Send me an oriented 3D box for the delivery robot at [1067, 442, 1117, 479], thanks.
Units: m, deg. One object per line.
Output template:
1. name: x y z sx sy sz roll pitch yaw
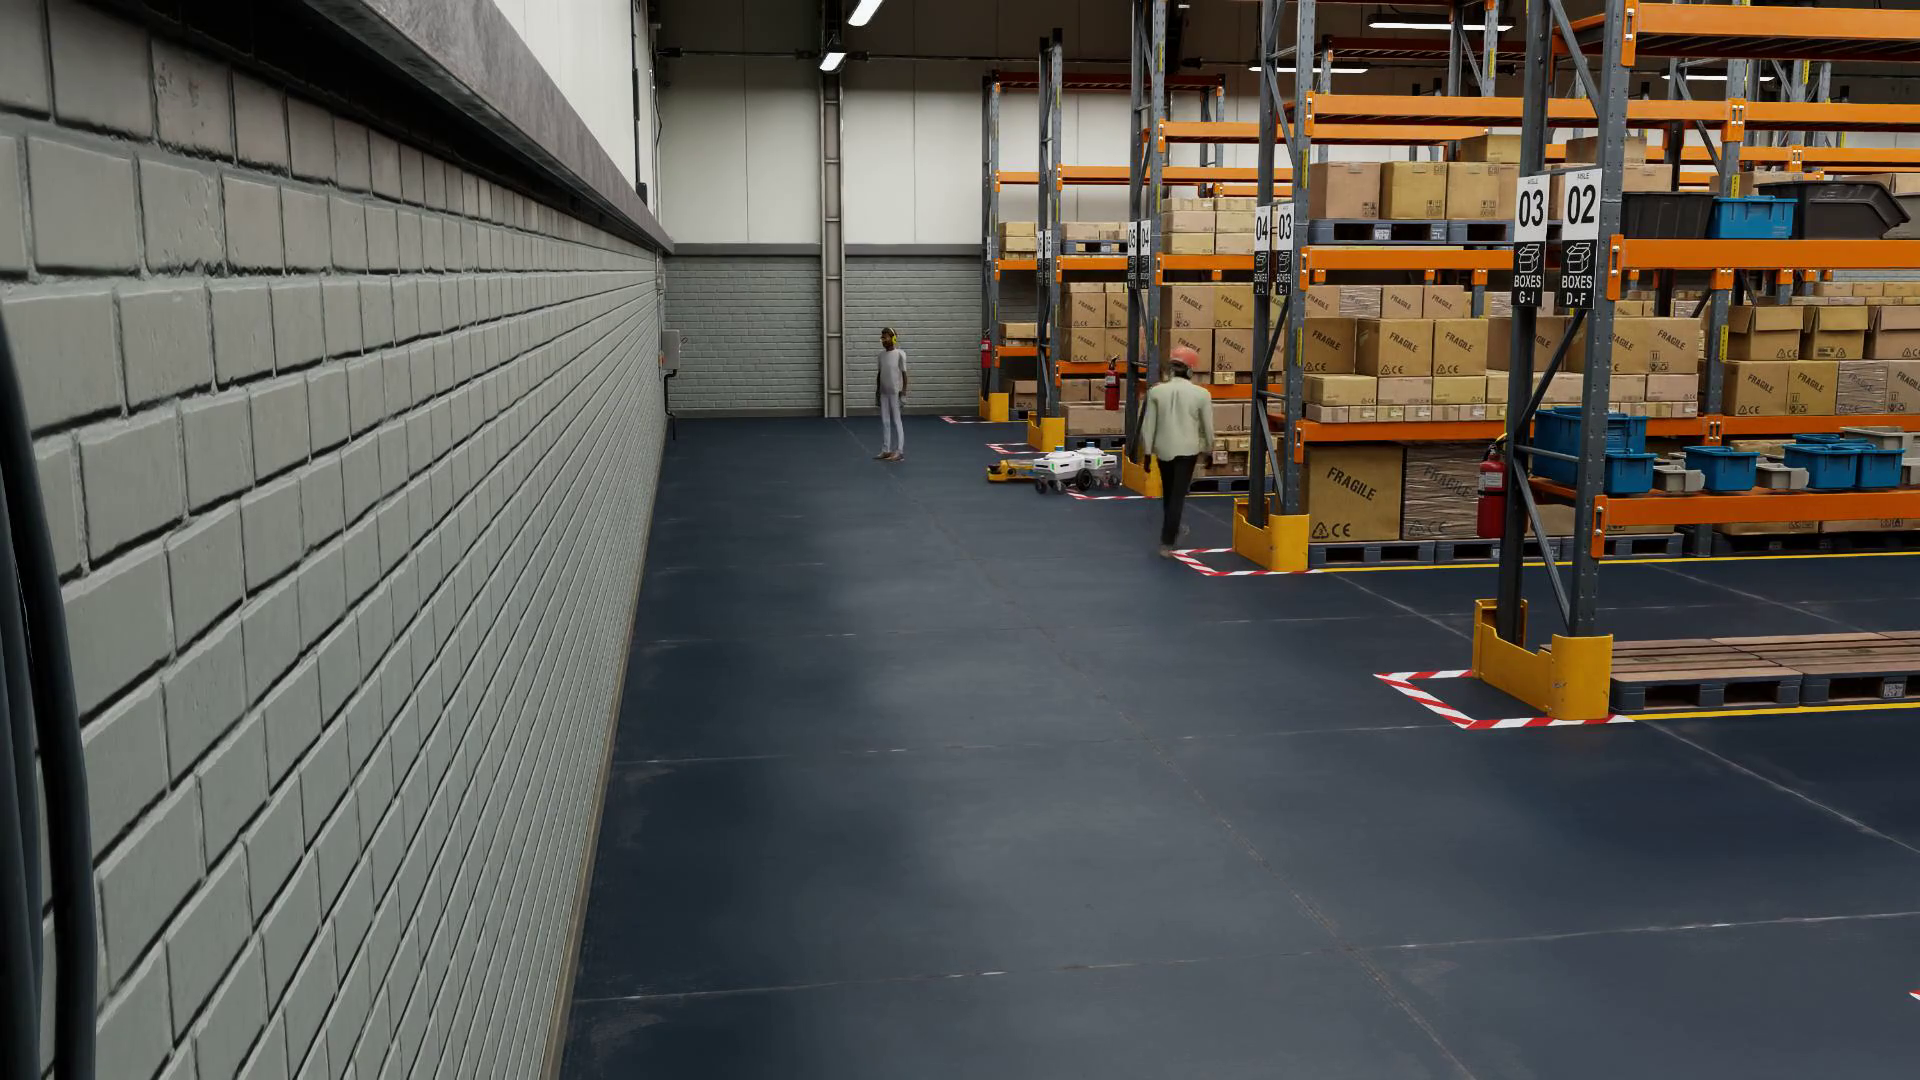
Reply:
1. delivery robot: 1.595 -0.954 20.312 0.477 0.478 0.707 -7 11 -35

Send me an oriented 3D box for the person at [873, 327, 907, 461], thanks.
1. person: -0.971 -2.031 23.207 0.533 1.868 0.310 7 11 35

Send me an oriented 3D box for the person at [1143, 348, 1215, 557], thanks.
1. person: 2.068 -0.833 15.629 0.635 1.927 1.051 4 10 22

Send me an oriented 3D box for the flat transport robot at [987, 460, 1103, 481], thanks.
1. flat transport robot: 1.065 -0.891 21.086 1.431 0.197 0.652 0 9 -1

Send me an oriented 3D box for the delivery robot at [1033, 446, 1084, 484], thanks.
1. delivery robot: 1.179 -0.885 19.891 0.477 0.478 0.707 7 12 37
